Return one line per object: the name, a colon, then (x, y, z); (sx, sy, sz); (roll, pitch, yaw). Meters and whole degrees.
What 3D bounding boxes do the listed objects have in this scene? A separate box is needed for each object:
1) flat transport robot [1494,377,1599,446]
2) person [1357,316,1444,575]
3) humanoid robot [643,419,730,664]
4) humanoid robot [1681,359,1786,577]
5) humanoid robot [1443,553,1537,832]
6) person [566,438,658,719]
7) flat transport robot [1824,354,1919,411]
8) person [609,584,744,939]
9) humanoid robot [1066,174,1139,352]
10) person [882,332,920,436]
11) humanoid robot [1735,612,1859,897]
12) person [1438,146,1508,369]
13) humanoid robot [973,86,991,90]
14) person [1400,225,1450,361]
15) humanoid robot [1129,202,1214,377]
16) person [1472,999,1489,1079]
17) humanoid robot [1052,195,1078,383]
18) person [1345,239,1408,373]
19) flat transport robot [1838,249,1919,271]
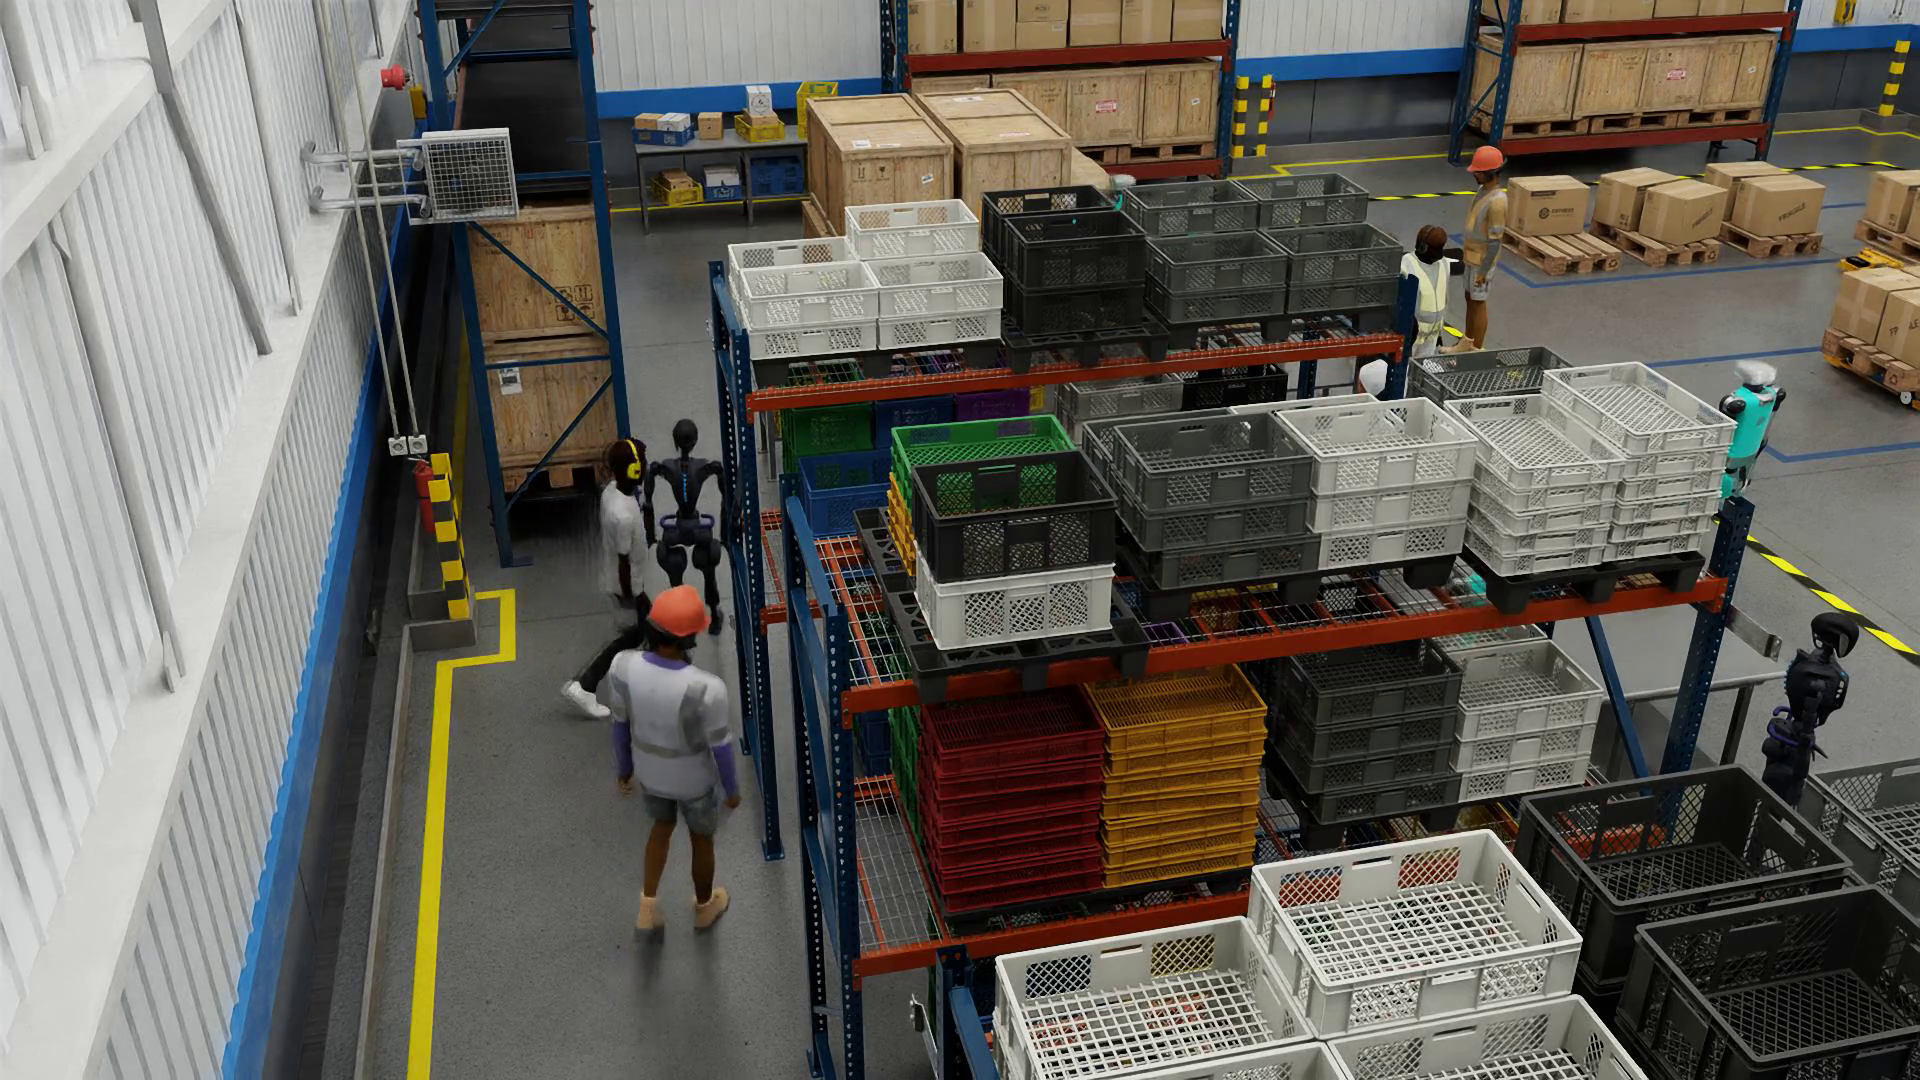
flat transport robot: (4.780, -1.036, 14.013); (0.659, 0.231, 1.431); (-6, 28, -12)
person: (2.985, -0.639, 11.501); (0.585, 1.911, 0.400); (2, 28, 3)
humanoid robot: (-1.753, -0.010, 10.603); (0.610, 1.633, 0.757); (-3, 28, -6)
humanoid robot: (5.015, -0.481, 11.245); (0.533, 1.673, 0.735); (-15, 31, -26)
humanoid robot: (2.807, 0.974, 8.707); (0.543, 1.840, 0.836); (-2, 28, -4)
person: (-1.999, 0.274, 9.851); (0.753, 1.835, 0.542); (-9, 29, -17)
flat transport robot: (8.473, -1.467, 14.800); (0.652, 0.197, 1.431); (-6, 28, -12)
person: (-1.356, 1.109, 8.059); (0.634, 2.025, 0.550); (11, 30, 19)
humanoid robot: (1.220, -2.427, 15.080); (1.049, 1.716, 0.562); (-6, 28, -12)
person: (-0.434, -0.884, 12.113); (0.307, 1.772, 0.524); (8, 29, 14)
humanoid robot: (4.243, 1.091, 8.449); (0.315, 1.657, 0.599); (15, 31, 26)
person: (4.643, -2.530, 14.958); (0.389, 2.033, 0.605); (1, 28, 2)
humanoid robot: (0.507, -4.090, 18.269); (0.999, 1.779, 0.530); (-6, 28, -11)
person: (3.711, -1.676, 13.554); (0.628, 1.835, 0.429); (-15, 31, -26)
humanoid robot: (1.769, -2.018, 14.346); (1.014, 1.775, 0.541); (-5, 28, -10)
person: (2.091, 2.198, 6.354); (0.937, 1.688, 0.500); (-12, 30, -21)
humanoid robot: (1.123, -2.153, 14.580); (0.732, 1.809, 0.550); (-13, 30, -22)
person: (3.351, -1.576, 13.405); (0.494, 1.789, 0.957); (13, 30, 23)
flat transport robot: (10.150, -2.940, 17.595); (1.431, 0.197, 0.652); (-6, 28, -12)
